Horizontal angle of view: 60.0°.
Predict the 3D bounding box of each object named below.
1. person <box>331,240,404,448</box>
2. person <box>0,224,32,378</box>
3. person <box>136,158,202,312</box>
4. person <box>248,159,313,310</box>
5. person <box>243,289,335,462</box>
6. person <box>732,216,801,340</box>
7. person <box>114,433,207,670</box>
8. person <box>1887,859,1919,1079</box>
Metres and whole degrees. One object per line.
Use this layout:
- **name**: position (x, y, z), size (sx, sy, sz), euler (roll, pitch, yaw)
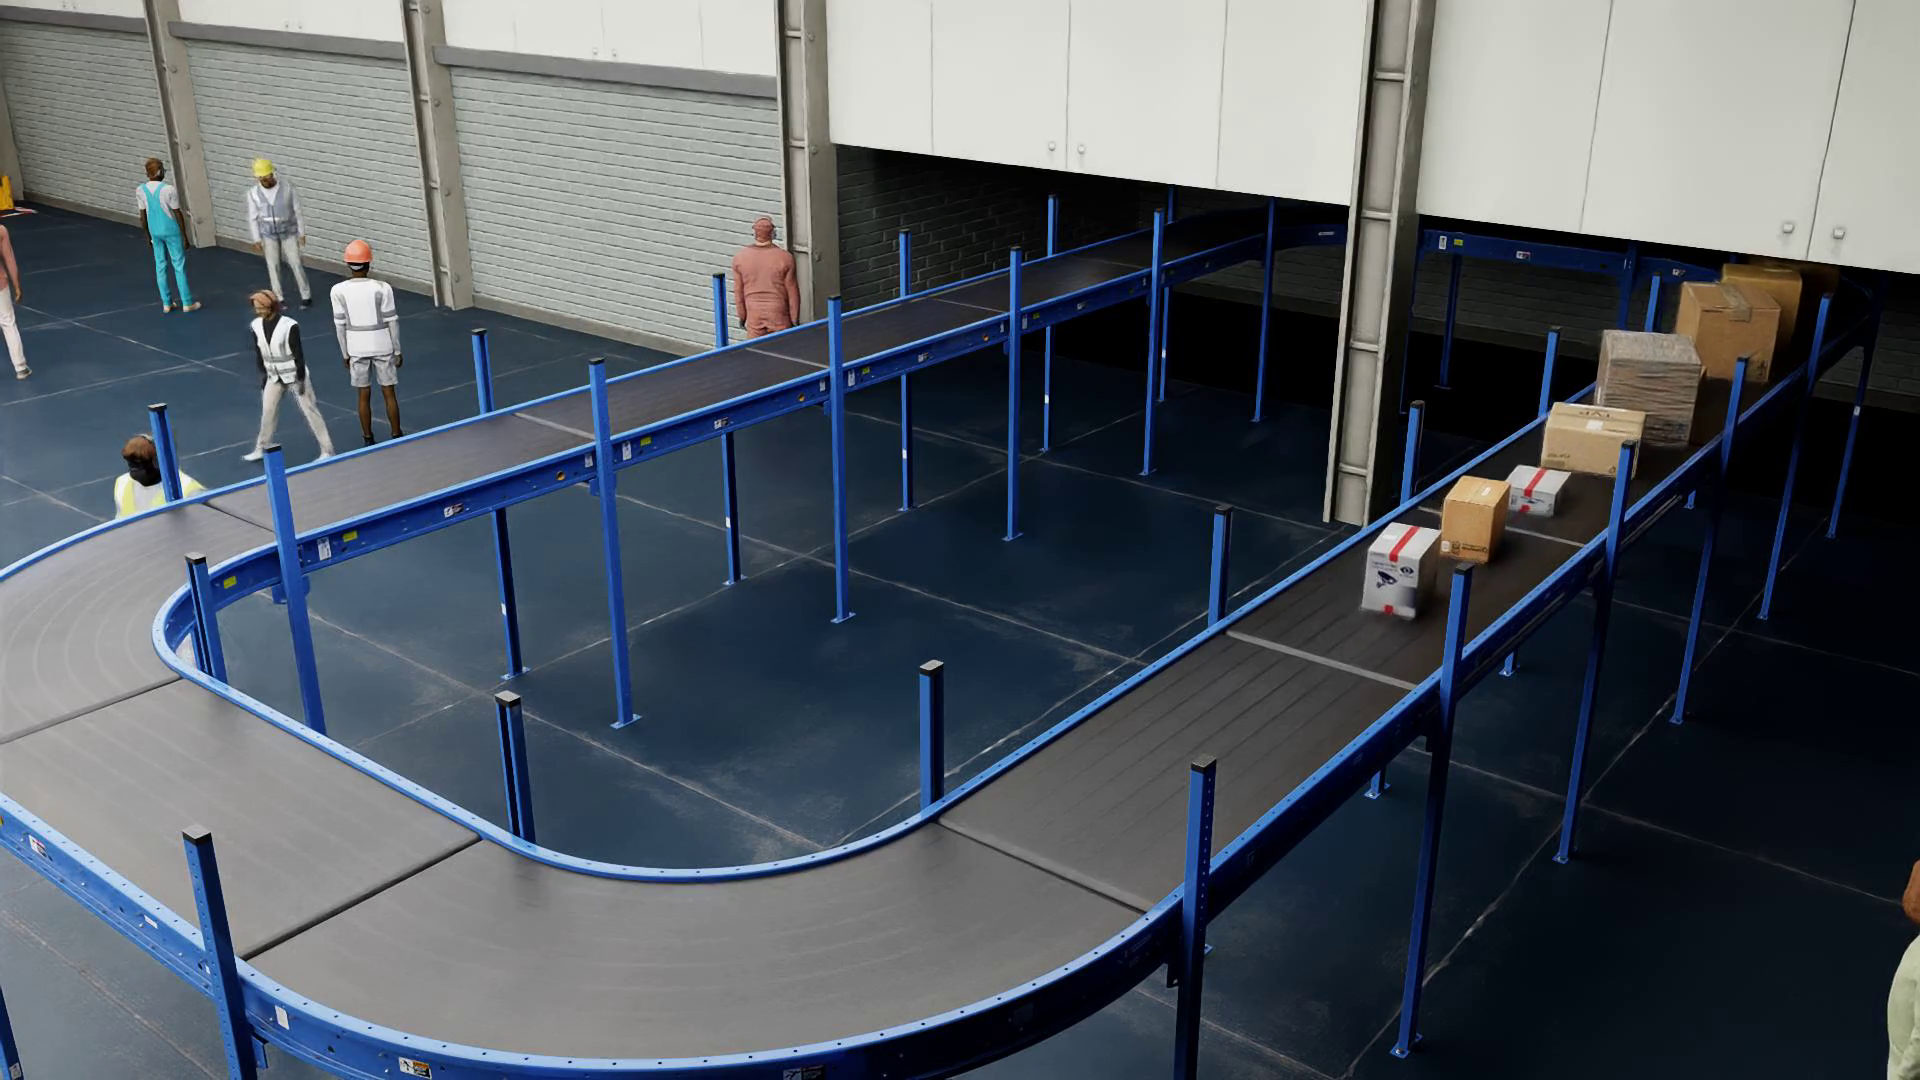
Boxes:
- **person**: position (-5.284, -1.719, 14.914), size (0.545, 1.939, 0.354), euler (-4, 22, -9)
- **person**: position (-10.056, -2.634, 17.191), size (0.634, 1.981, 0.422), euler (-12, 25, -29)
- **person**: position (-9.514, -3.643, 19.936), size (0.504, 1.840, 0.345), euler (0, 21, 1)
- **person**: position (-8.230, -3.701, 20.110), size (0.600, 1.818, 0.417), euler (-4, 22, -10)
- **person**: position (-6.009, -1.437, 14.647), size (0.671, 1.610, 0.451), euler (8, 23, 19)
- **person**: position (-1.851, -2.187, 16.146), size (0.651, 1.907, 0.409), euler (3, 22, 8)
- **person**: position (-4.824, 0.223, 10.131), size (0.636, 1.842, 0.429), euler (6, 22, 16)
- **person**: position (3.516, 1.894, 6.145), size (0.283, 1.631, 0.503), euler (16, 26, 34)
